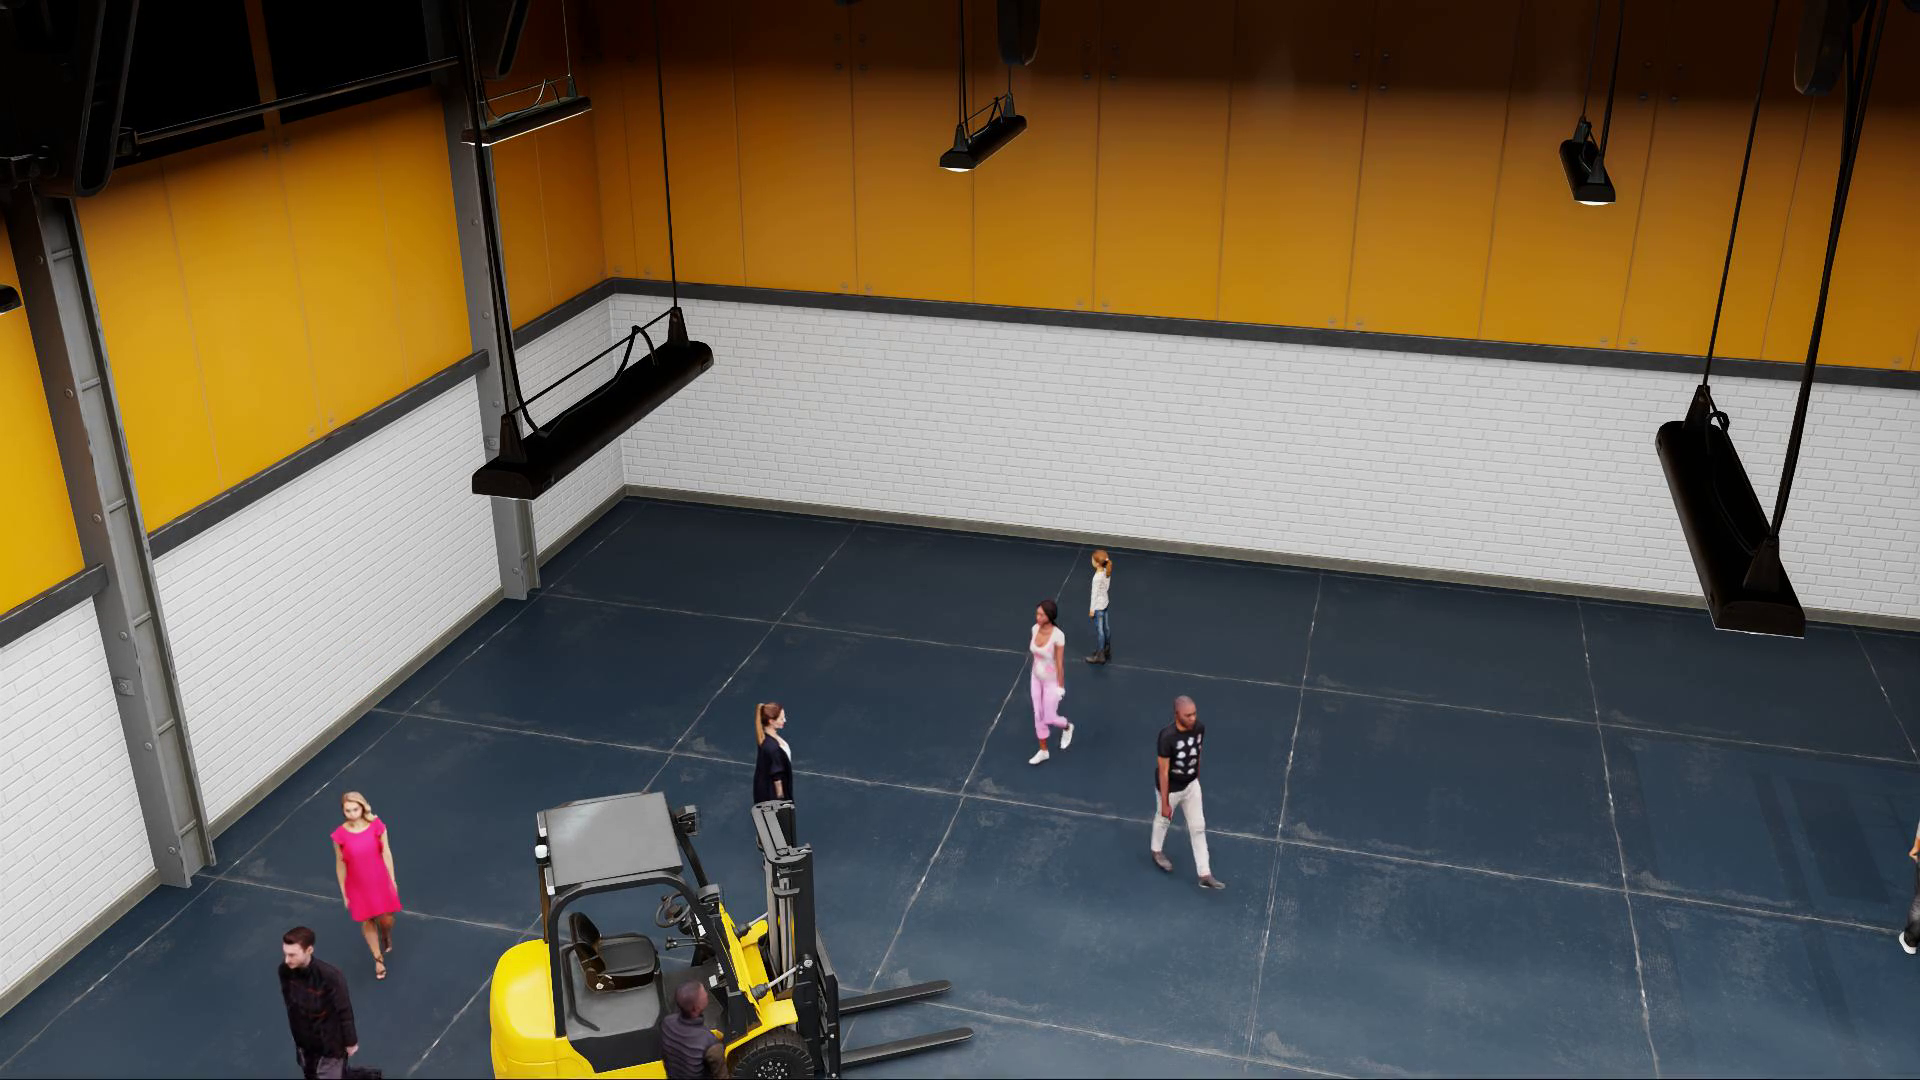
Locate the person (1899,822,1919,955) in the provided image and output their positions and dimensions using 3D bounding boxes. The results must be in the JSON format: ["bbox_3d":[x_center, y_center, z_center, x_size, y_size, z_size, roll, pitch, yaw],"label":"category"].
[{"bbox_3d":[7.922,2.546,13.351,0.698,1.812,0.628,12,26,26],"label":"person"}]

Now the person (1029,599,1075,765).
[{"bbox_3d":[0.906,1.357,16.174,0.796,1.730,0.902,21,31,39],"label":"person"}]

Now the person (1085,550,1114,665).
[{"bbox_3d":[1.541,0.722,18.147,0.562,1.312,0.456,12,26,25],"label":"person"}]

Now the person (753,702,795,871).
[{"bbox_3d":[-1.625,2.159,14.386,0.778,1.692,0.667,-6,24,-13],"label":"person"}]

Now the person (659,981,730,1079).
[{"bbox_3d":[-1.709,3.643,10.811,0.771,1.836,0.705,16,28,33],"label":"person"}]

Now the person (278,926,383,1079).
[{"bbox_3d":[-4.299,3.386,11.336,0.801,1.888,1.187,10,26,22],"label":"person"}]

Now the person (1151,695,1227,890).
[{"bbox_3d":[1.824,2.114,14.404,1.147,1.760,1.205,-13,27,-28],"label":"person"}]

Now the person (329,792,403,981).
[{"bbox_3d":[-4.684,2.677,13.167,0.785,1.719,0.857,-9,25,-20],"label":"person"}]
